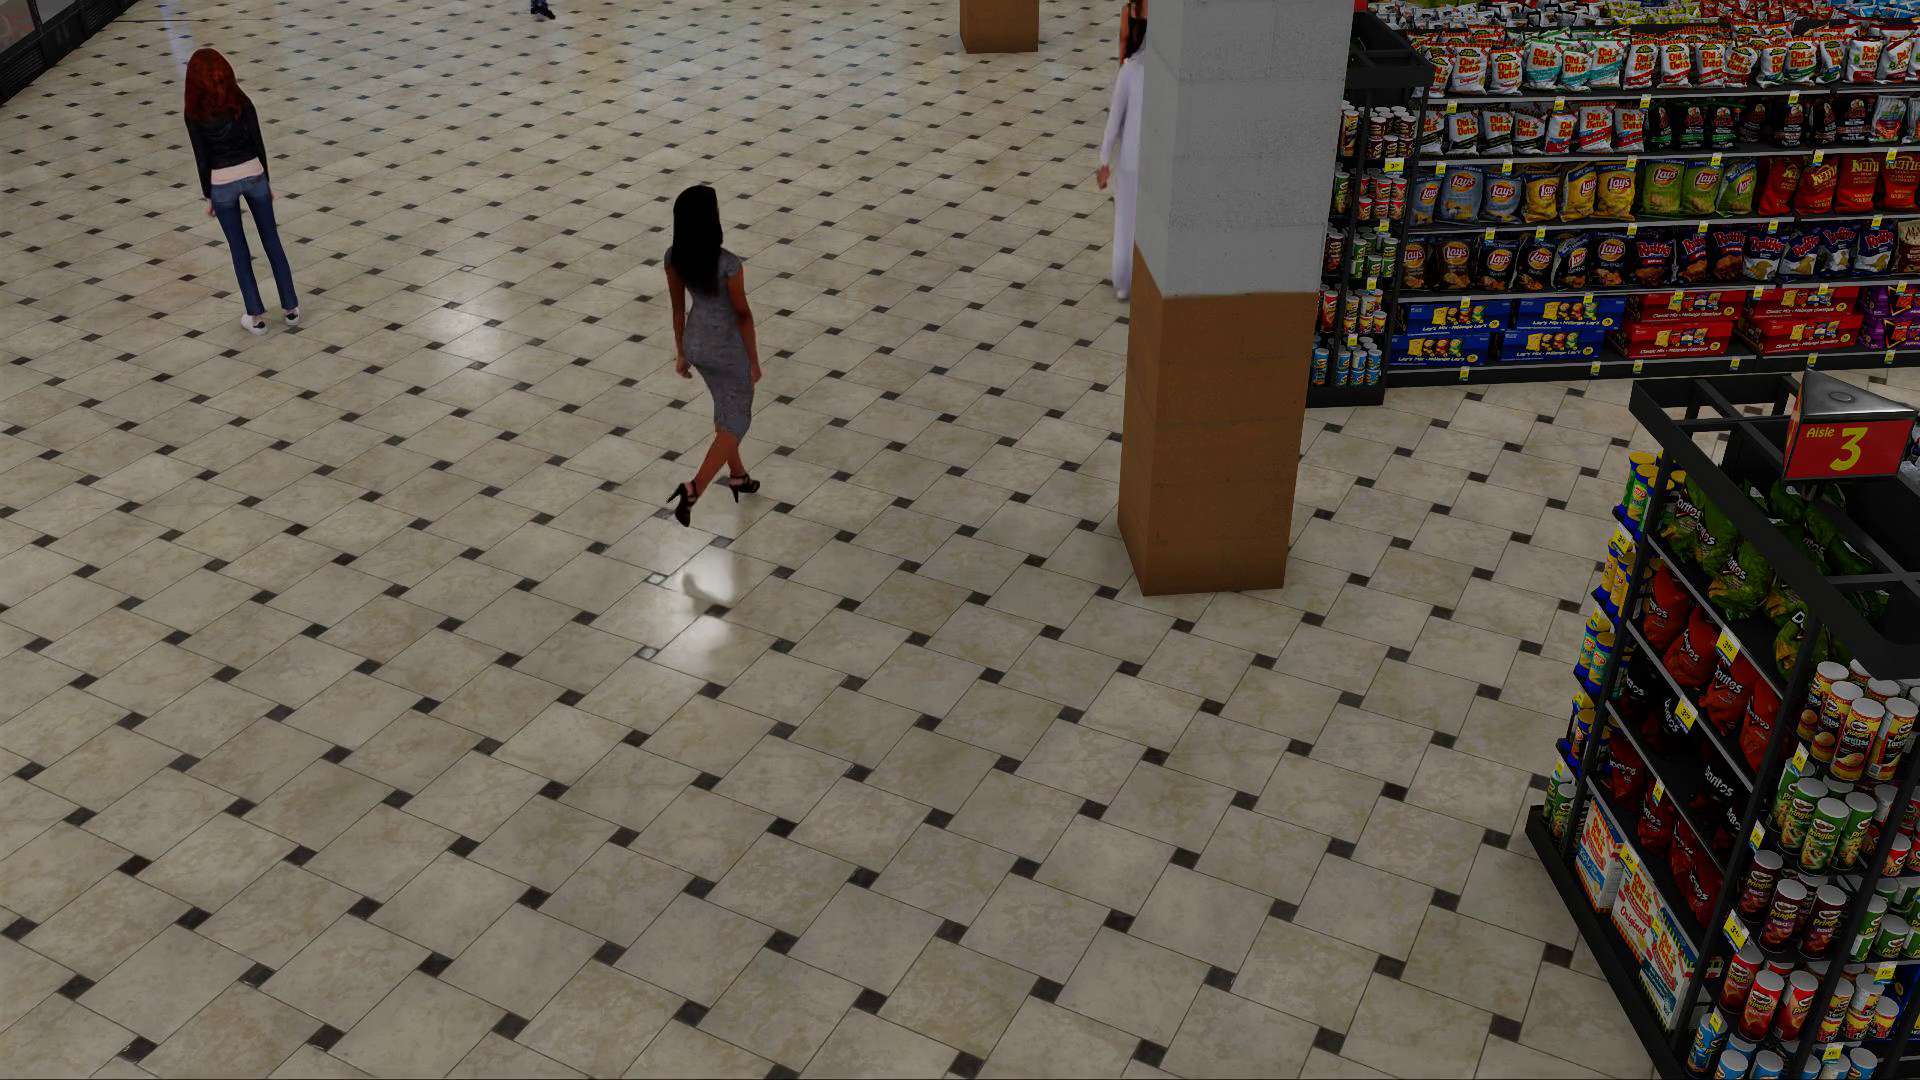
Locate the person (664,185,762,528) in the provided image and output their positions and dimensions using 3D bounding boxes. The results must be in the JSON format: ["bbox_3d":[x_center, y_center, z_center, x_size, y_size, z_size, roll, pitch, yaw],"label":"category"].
[{"bbox_3d":[-1.230,-0.845,8.168,1.024,1.761,0.998,16,35,23],"label":"person"}]

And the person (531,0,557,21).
[{"bbox_3d":[-4.355,-5.910,16.796,0.498,1.244,0.517,-2,32,-2],"label":"person"}]

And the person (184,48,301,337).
[{"bbox_3d":[-4.419,-2.127,10.204,0.627,1.786,0.725,-19,37,-28],"label":"person"}]
